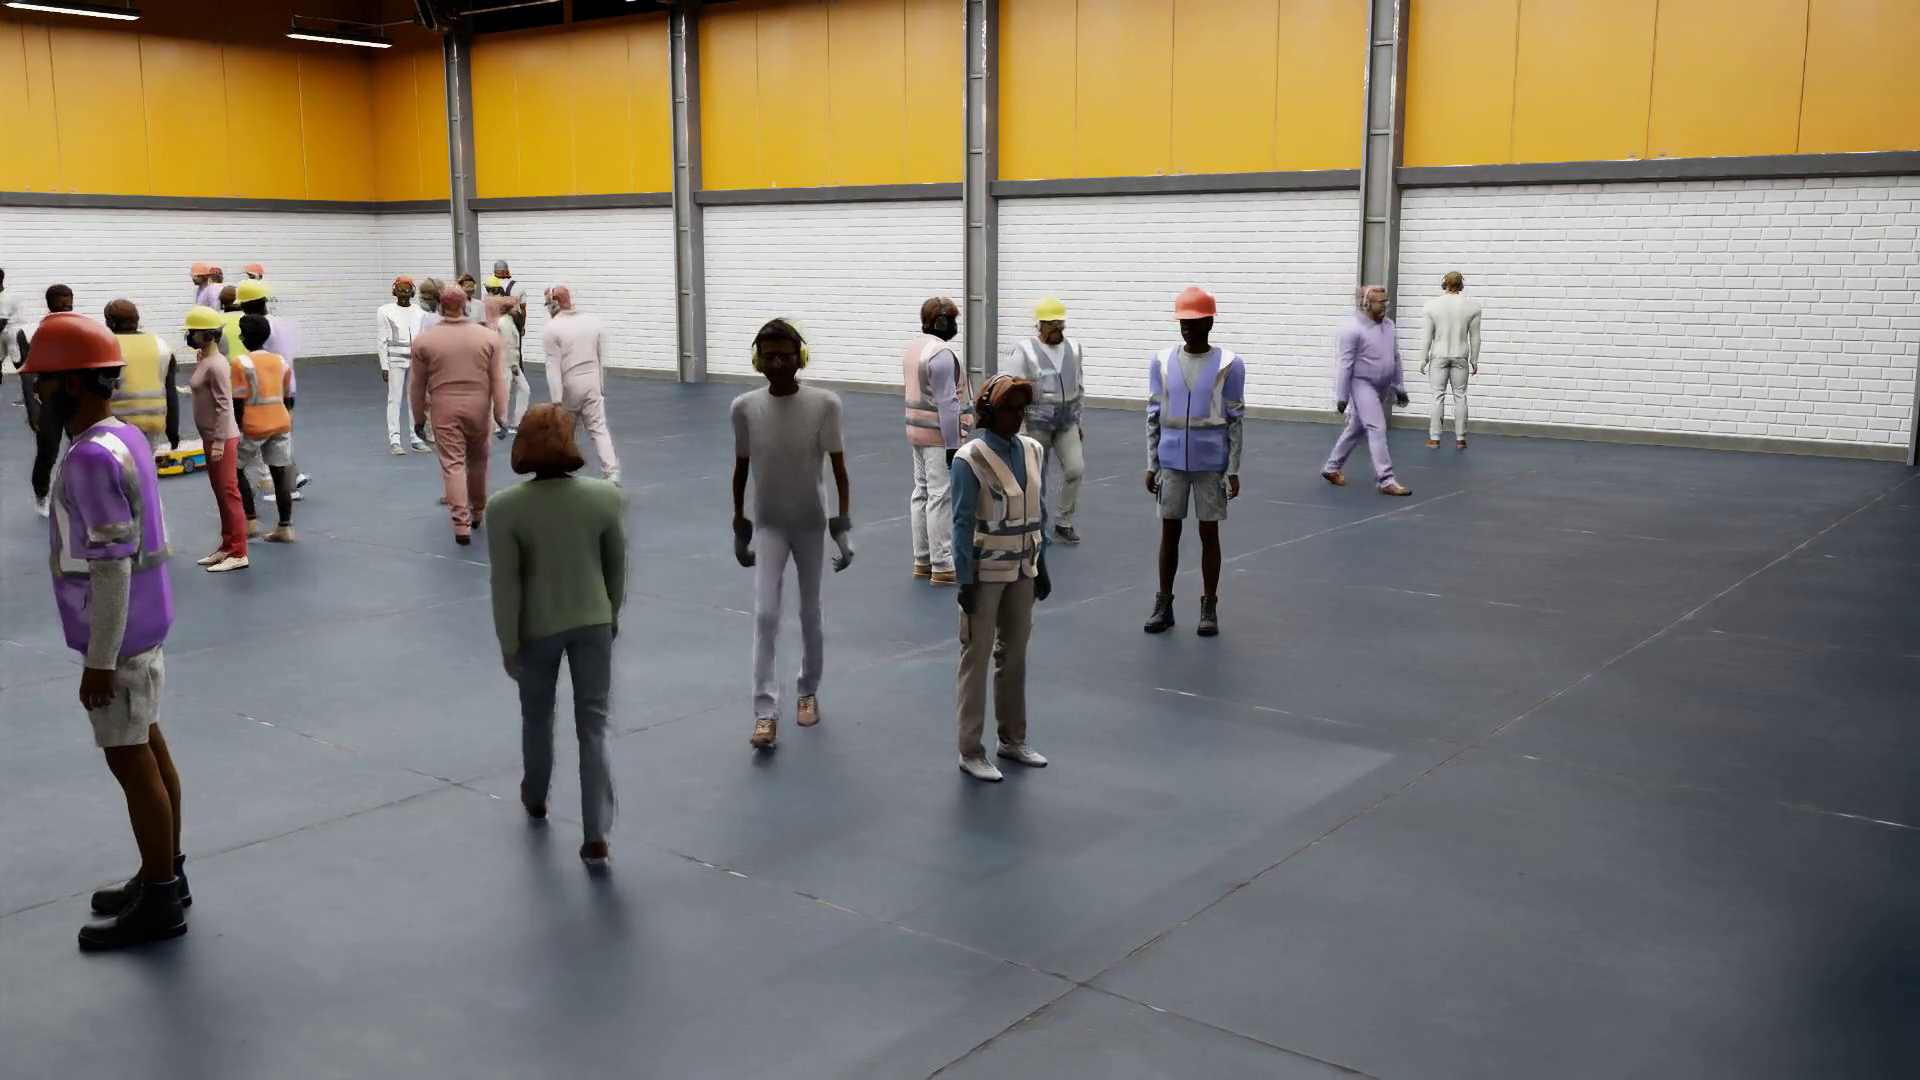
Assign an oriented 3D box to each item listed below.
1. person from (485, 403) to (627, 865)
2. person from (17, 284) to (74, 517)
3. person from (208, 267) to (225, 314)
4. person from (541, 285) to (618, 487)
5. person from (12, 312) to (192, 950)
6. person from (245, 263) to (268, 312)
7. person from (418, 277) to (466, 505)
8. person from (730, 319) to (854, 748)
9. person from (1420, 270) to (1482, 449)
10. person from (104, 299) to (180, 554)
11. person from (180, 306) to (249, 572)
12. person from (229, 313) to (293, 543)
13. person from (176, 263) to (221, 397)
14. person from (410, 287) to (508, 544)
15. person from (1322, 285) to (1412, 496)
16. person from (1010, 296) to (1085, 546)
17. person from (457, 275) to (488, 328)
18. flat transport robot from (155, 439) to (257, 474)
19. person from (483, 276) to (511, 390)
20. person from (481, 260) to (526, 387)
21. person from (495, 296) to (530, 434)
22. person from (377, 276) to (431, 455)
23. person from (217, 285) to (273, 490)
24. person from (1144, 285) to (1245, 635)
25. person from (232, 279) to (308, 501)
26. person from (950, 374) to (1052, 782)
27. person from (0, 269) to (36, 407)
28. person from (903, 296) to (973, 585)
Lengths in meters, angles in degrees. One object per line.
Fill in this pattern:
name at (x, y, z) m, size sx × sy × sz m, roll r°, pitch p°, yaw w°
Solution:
person at (-1.414, 0.314, 5.894) m, size 0.497 × 1.586 × 0.873 m, roll -4°, pitch 11°, yaw -23°
person at (-7.050, -1.058, 13.032) m, size 0.595 × 1.888 × 0.904 m, roll -9°, pitch 13°, yaw -43°
person at (-13.021, -3.835, 29.184) m, size 0.579 × 1.882 × 0.342 m, roll 3°, pitch 10°, yaw 15°
person at (-3.336, -1.296, 14.549) m, size 0.966 × 1.847 × 0.712 m, roll 8°, pitch 12°, yaw 38°
person at (-2.612, 0.279, 5.082) m, size 0.377 × 1.936 × 0.549 m, roll -3°, pitch 10°, yaw -16°
person at (-11.953, -3.689, 28.095) m, size 0.622 × 1.972 × 0.822 m, roll 7°, pitch 12°, yaw 35°
person at (-4.331, -1.255, 14.049) m, size 0.382 × 1.922 × 0.673 m, roll 1°, pitch 10°, yaw 4°
person at (-0.725, -0.023, 7.170) m, size 0.531 × 1.830 × 0.914 m, roll 0°, pitch 10°, yaw -3°
person at (5.329, -1.958, 18.099) m, size 0.633 × 1.938 × 0.356 m, roll 2°, pitch 10°, yaw 9°
person at (-5.901, -0.798, 11.755) m, size 0.955 × 1.790 × 0.643 m, roll 6°, pitch 12°, yaw 33°
person at (-4.986, -0.673, 11.116) m, size 0.315 × 1.770 × 0.524 m, roll -6°, pitch 11°, yaw -31°
person at (-5.140, -0.806, 12.131) m, size 0.560 × 1.677 × 0.556 m, roll 5°, pitch 11°, yaw 26°
person at (-11.255, -3.131, 24.810) m, size 1.070 × 1.986 × 0.629 m, roll -9°, pitch 13°, yaw -41°
person at (-3.730, -0.939, 12.380) m, size 0.674 × 1.855 × 0.995 m, roll -4°, pitch 10°, yaw -20°
person at (3.630, -1.349, 14.846) m, size 0.633 × 1.857 × 1.037 m, roll -9°, pitch 13°, yaw -43°
person at (0.669, -0.837, 11.944) m, size 0.613 × 1.811 × 0.559 m, roll -4°, pitch 11°, yaw -24°
person at (-6.188, -2.424, 21.060) m, size 0.564 × 1.848 × 0.673 m, roll -8°, pitch 12°, yaw -37°
flat transport robot at (-7.653, -0.830, 16.381) m, size 0.652 × 0.197 × 1.431 m, roll 2°, pitch 10°, yaw 14°
person at (-7.257, -3.214, 25.917) m, size 0.308 × 1.769 × 0.524 m, roll -8°, pitch 13°, yaw -39°
person at (-7.209, -3.417, 26.299) m, size 0.687 × 2.000 × 0.535 m, roll -4°, pitch 11°, yaw -24°
person at (-5.233, -2.050, 19.552) m, size 0.589 × 1.621 × 0.533 m, roll -1°, pitch 10°, yaw -7°
person at (-5.869, -1.848, 17.617) m, size 0.573 × 1.885 × 0.356 m, roll -9°, pitch 13°, yaw -42°
person at (-6.408, -1.339, 14.799) m, size 0.620 × 1.837 × 0.429 m, roll -8°, pitch 13°, yaw -40°
person at (1.290, -0.432, 9.217) m, size 0.543 × 1.939 × 0.371 m, roll 4°, pitch 10°, yaw 20°
person at (-5.856, -1.252, 14.087) m, size 0.450 × 1.898 × 0.618 m, roll -1°, pitch 10°, yaw -3°
person at (0.157, 0.149, 6.727) m, size 0.313 × 1.634 × 0.512 m, roll 9°, pitch 13°, yaw 42°
person at (-13.236, -2.776, 22.892) m, size 0.866 × 1.916 × 0.600 m, roll -8°, pitch 13°, yaw -40°
person at (-0.131, -0.634, 10.677) m, size 0.429 × 1.844 × 0.623 m, roll -4°, pitch 11°, yaw -22°
